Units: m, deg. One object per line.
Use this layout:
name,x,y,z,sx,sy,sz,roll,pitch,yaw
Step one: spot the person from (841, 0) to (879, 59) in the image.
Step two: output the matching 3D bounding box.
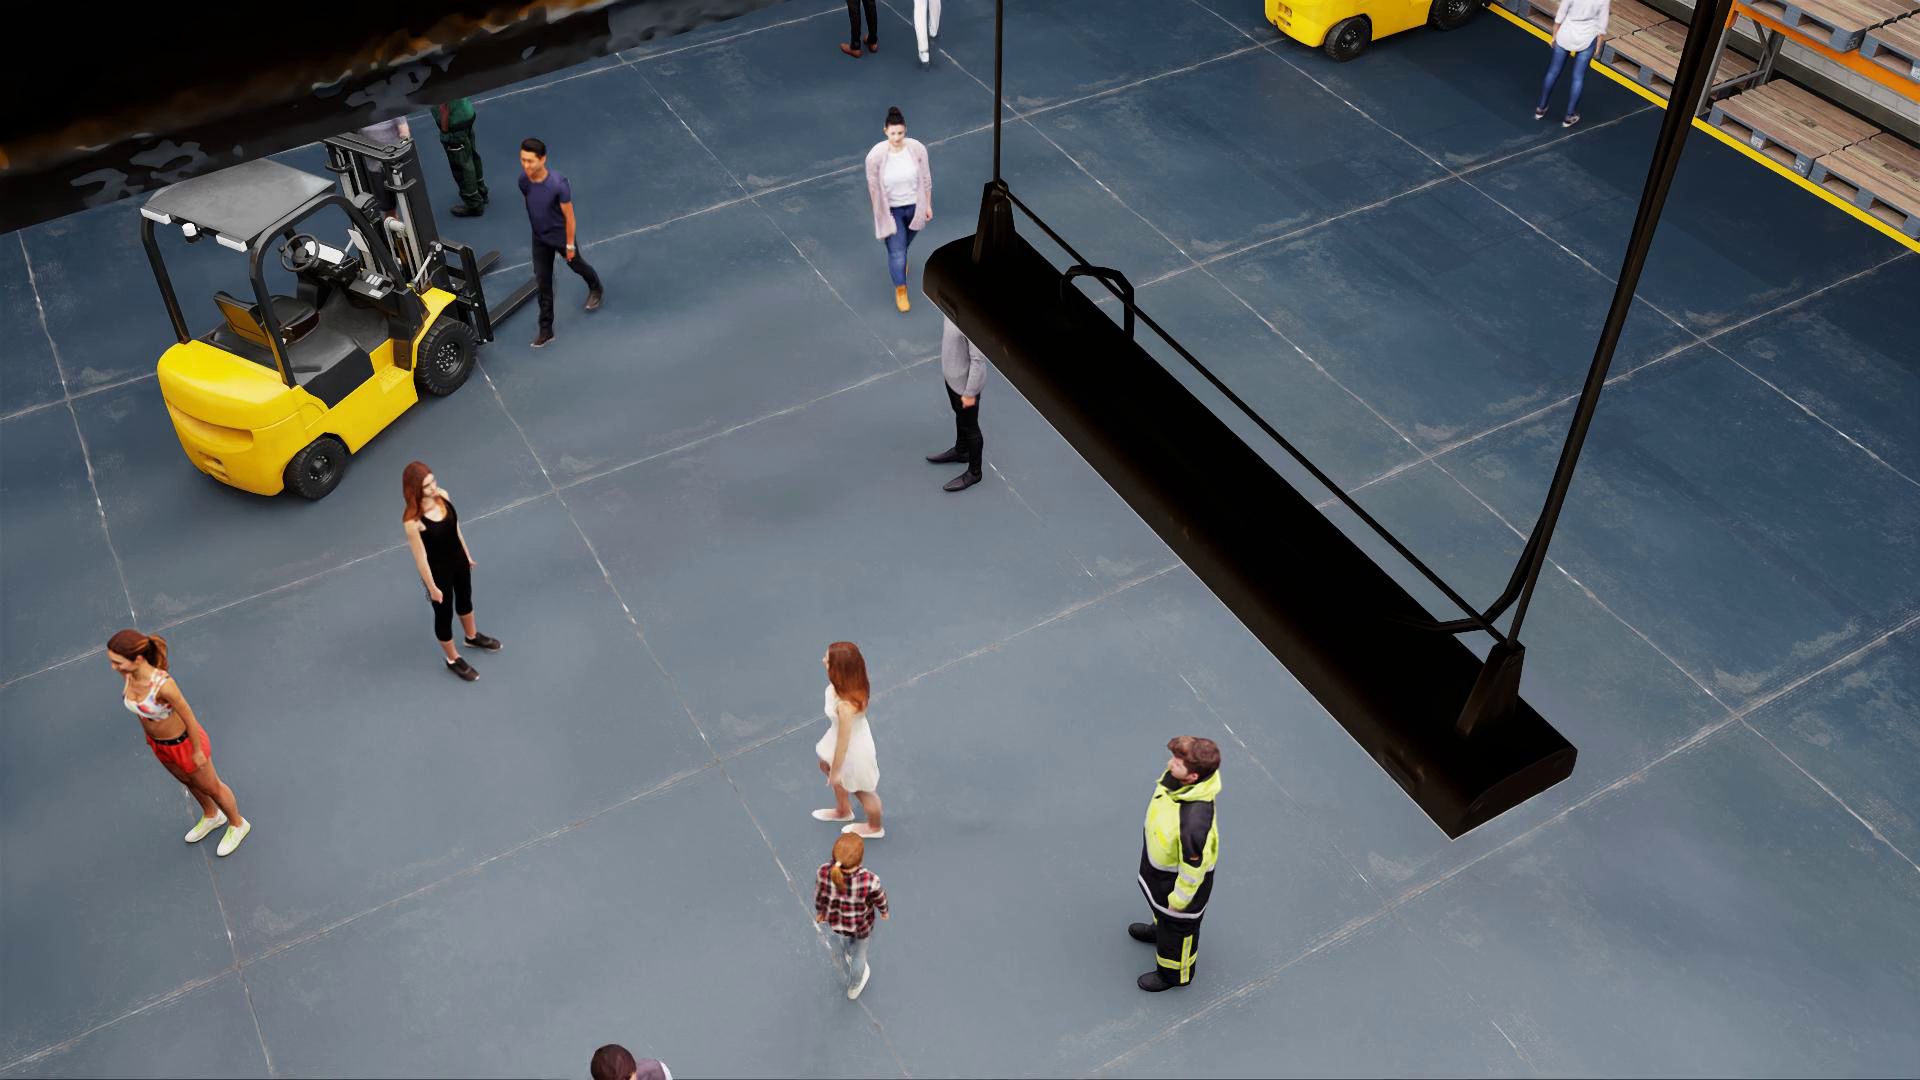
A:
person,-1.039,-5.840,16.899,0.712,1.884,0.567,-26,49,-24

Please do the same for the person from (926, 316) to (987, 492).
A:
person,0.038,-1.213,12.014,0.843,1.923,0.643,-13,45,-13

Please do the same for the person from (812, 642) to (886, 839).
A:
person,-0.538,1.191,9.650,0.795,1.703,0.748,1,44,1

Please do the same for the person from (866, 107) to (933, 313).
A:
person,-0.504,-2.847,13.886,0.856,1.707,1.161,-11,45,-11

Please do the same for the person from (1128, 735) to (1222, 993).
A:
person,1.179,1.713,8.900,0.926,1.983,0.781,-1,44,-1

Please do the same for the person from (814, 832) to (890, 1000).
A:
person,-0.615,2.078,9.017,0.711,1.293,0.770,11,45,11

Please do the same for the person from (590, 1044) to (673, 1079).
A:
person,-1.545,2.843,7.845,0.889,1.801,1.246,-34,53,-31

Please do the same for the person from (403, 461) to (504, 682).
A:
person,-3.323,0.171,10.704,0.683,1.726,0.643,15,46,15

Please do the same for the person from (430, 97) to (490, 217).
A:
person,-4.473,-3.731,14.717,0.846,1.840,0.747,3,44,3

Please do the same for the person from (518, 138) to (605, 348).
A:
person,-3.227,-2.499,13.494,1.195,1.744,1.190,15,46,15

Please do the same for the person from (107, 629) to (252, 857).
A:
person,-4.524,1.160,9.619,0.649,1.790,0.741,20,47,19

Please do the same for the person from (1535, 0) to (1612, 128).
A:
person,5.913,-4.824,15.959,0.687,1.709,0.804,26,49,25
